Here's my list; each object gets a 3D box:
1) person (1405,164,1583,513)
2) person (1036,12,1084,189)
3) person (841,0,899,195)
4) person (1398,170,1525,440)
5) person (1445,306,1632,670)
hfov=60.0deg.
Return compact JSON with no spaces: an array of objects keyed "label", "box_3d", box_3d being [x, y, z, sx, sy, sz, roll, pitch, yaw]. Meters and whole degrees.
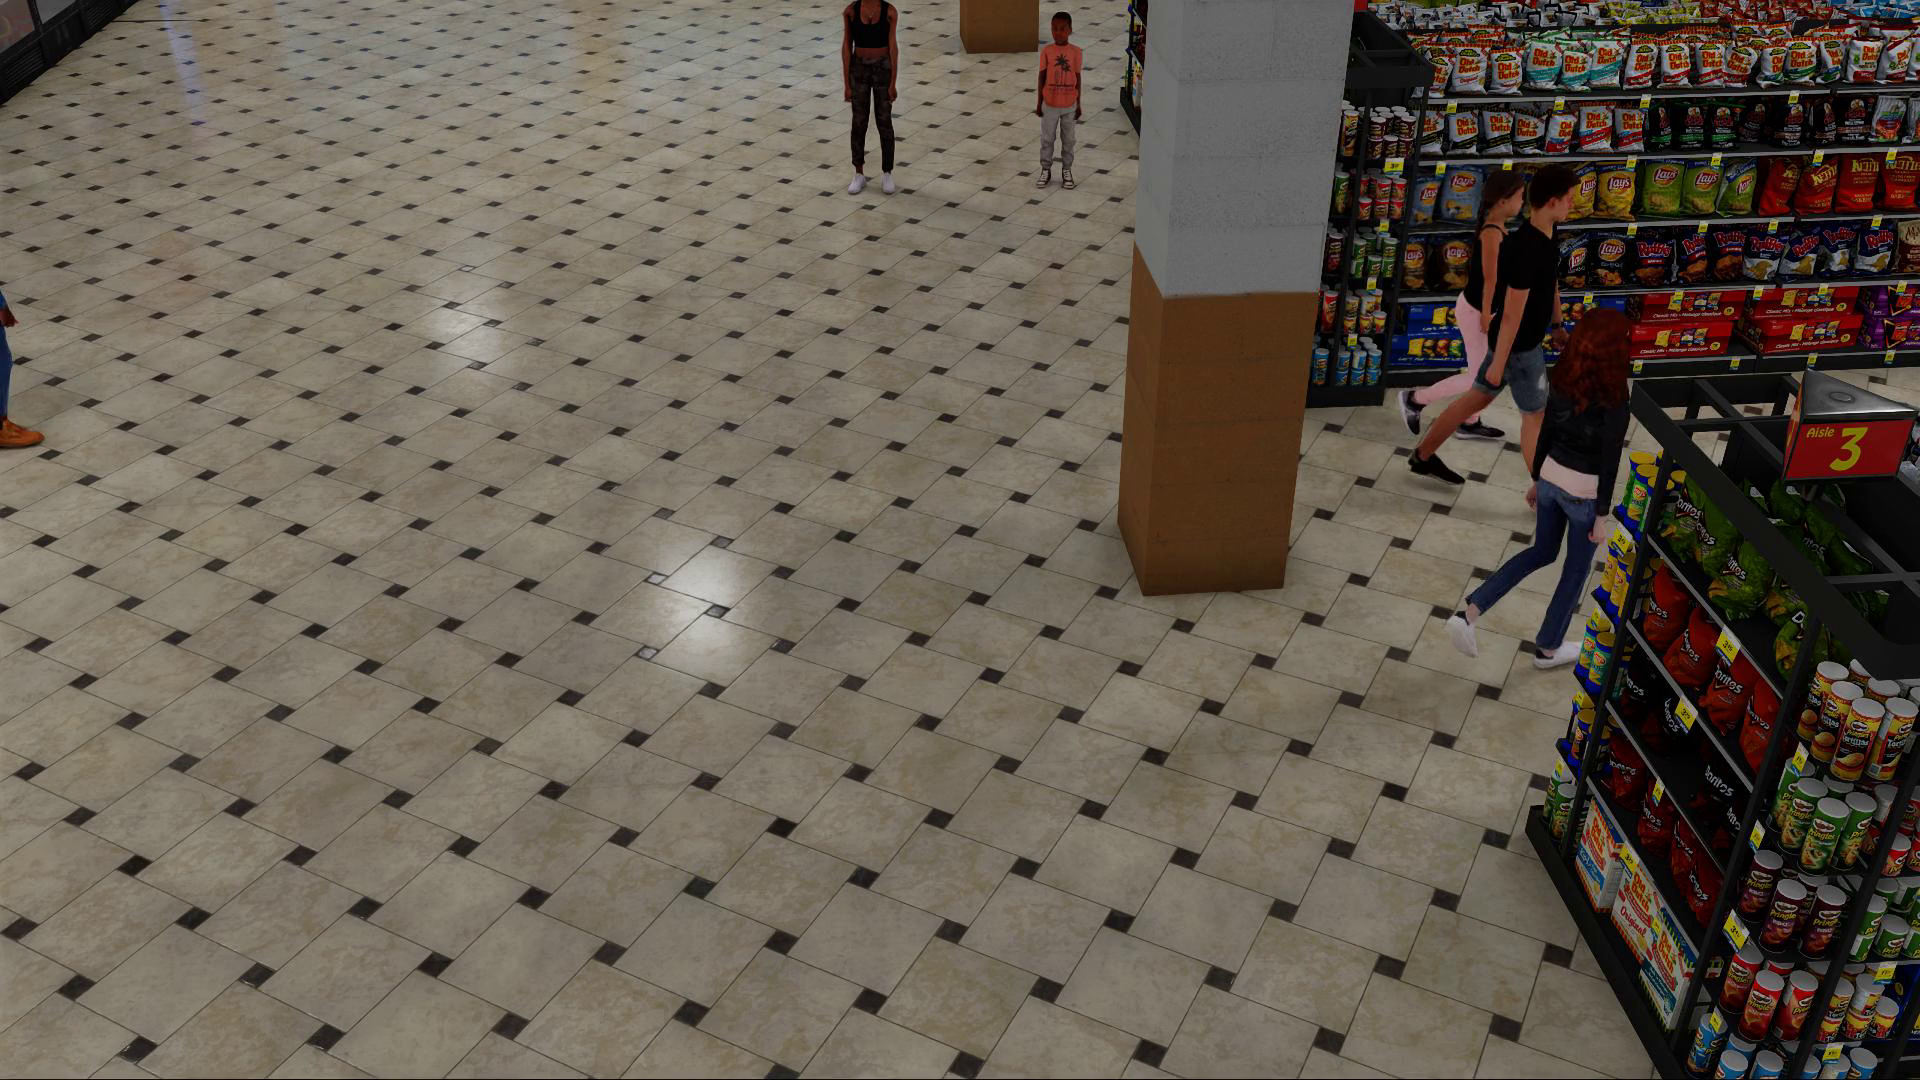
[{"label":"person","box_3d":[2.699,-1.005,8.388,1.279,1.799,0.959,11,33,17]},{"label":"person","box_3d":[0.755,-3.334,12.594,0.451,1.310,0.586,3,32,4]},{"label":"person","box_3d":[-0.658,-3.443,12.400,0.504,1.700,0.655,1,32,2]},{"label":"person","box_3d":[2.742,-1.231,8.989,0.903,1.549,0.709,10,33,15]},{"label":"person","box_3d":[2.508,-0.145,7.038,1.044,1.766,0.752,-11,34,-17]}]
